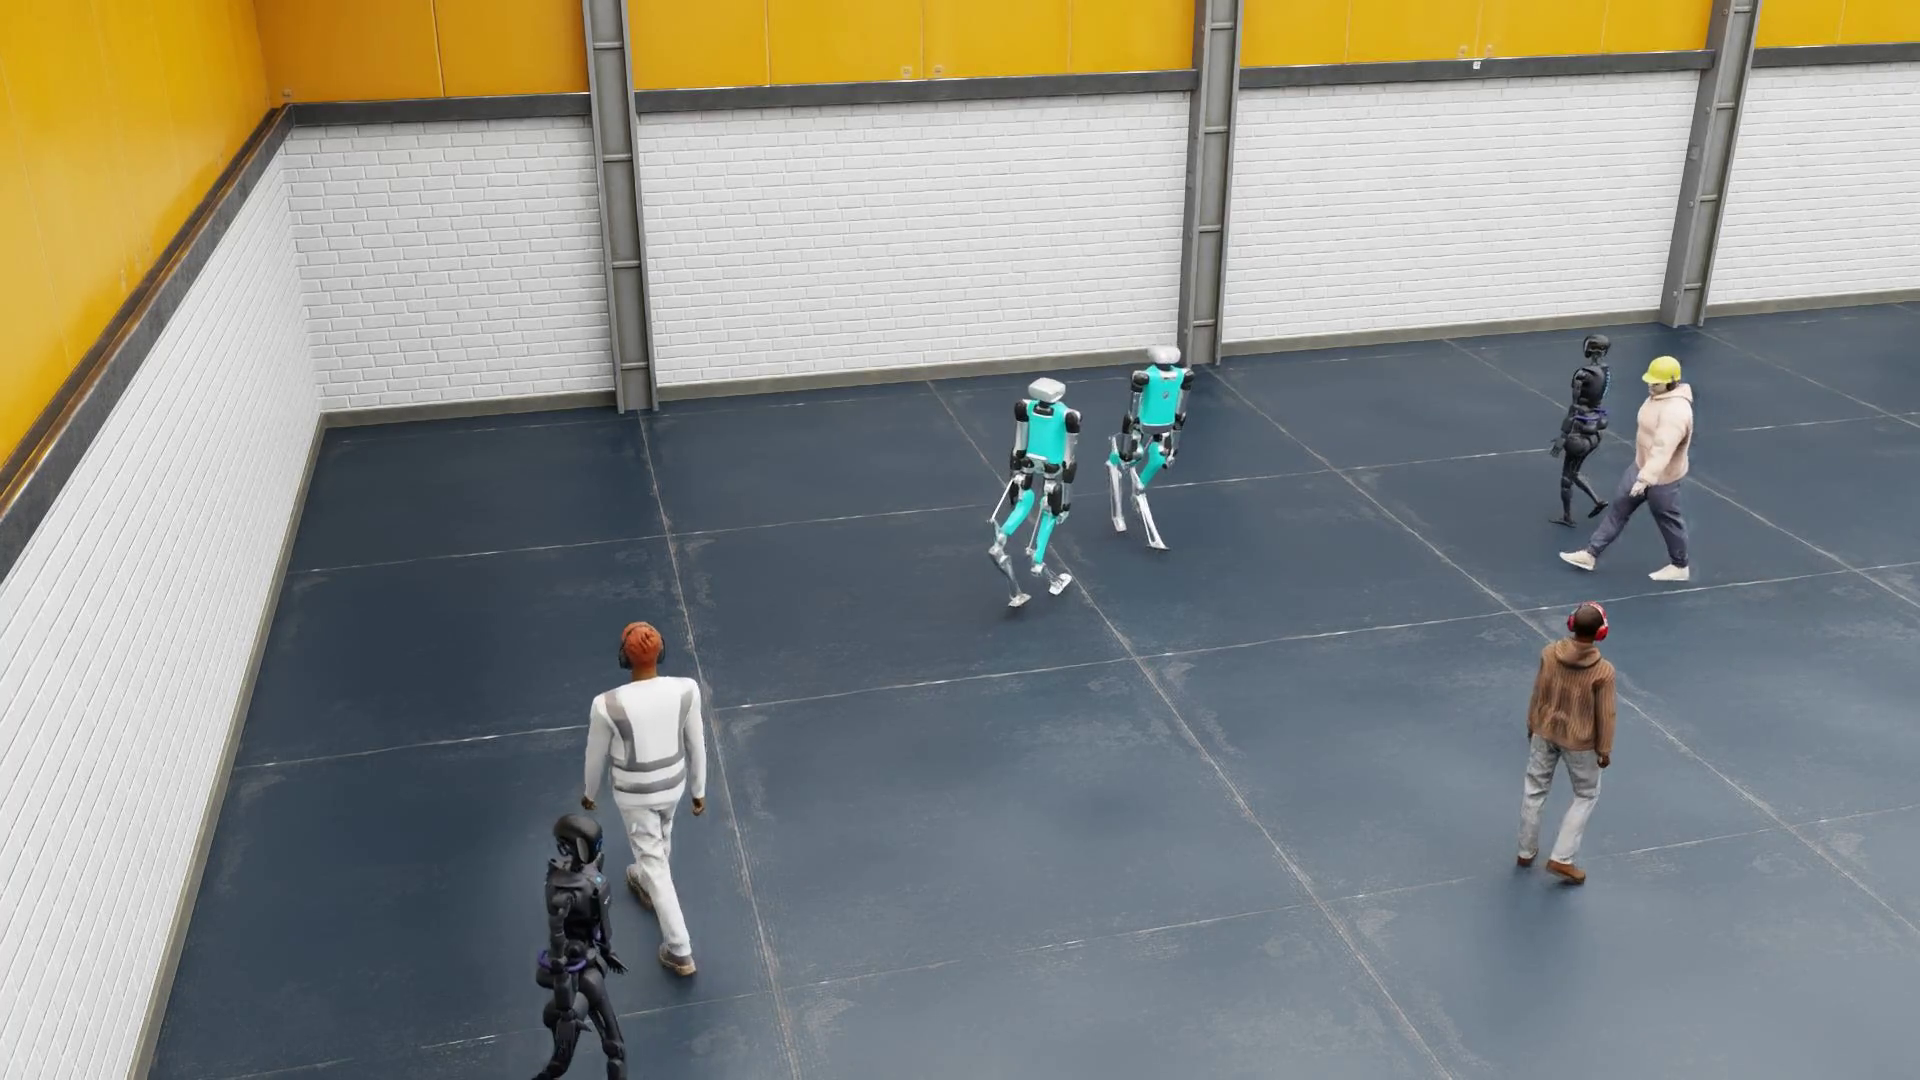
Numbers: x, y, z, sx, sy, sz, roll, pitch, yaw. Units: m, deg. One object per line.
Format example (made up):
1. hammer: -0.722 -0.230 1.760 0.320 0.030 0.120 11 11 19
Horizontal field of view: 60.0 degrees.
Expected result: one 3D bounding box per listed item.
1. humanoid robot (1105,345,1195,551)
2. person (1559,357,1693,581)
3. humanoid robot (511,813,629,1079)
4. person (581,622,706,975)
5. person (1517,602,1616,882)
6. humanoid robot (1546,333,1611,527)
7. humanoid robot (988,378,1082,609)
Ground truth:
1. humanoid robot: 1.447 -0.770 13.300 0.562 1.751 0.946 -9 25 -20
2. person: 5.233 -0.534 12.676 0.971 1.800 0.756 -1 24 -1
3. humanoid robot: -1.732 1.914 7.320 0.734 1.633 0.609 3 24 7
4. person: -1.601 1.270 8.538 0.587 1.837 0.979 -15 28 -31
5. person: 3.319 1.111 9.130 0.486 1.644 0.362 20 30 37
6. humanoid robot: 5.124 -0.884 13.621 0.415 1.650 0.589 21 31 39
7. humanoid robot: 0.510 -0.265 12.151 0.533 1.753 0.973 14 27 29
